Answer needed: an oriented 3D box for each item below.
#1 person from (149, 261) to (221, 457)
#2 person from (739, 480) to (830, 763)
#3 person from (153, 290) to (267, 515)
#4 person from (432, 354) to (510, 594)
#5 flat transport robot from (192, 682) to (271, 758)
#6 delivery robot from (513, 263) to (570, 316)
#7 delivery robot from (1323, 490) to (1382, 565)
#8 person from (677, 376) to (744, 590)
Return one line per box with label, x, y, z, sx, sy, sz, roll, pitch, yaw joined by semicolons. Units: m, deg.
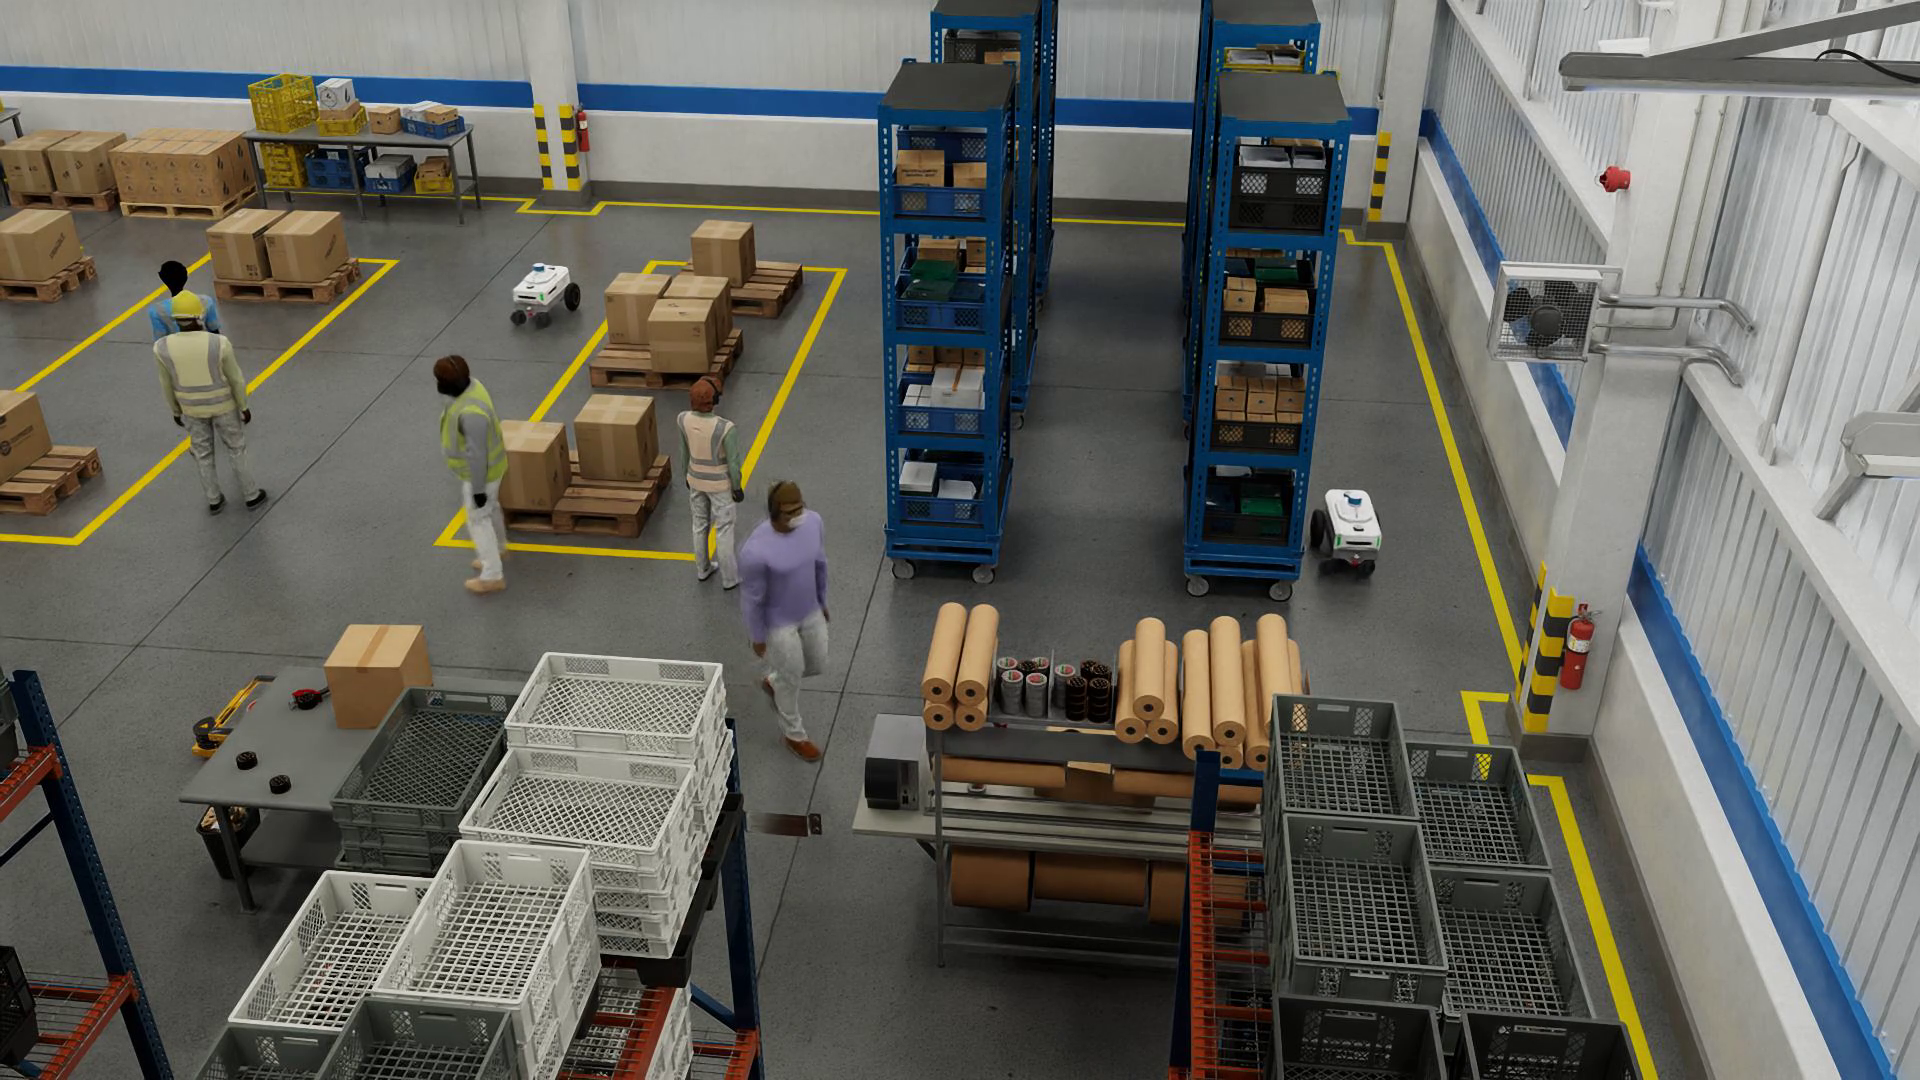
person;-6.374;-1.500;13.824;0.514;1.690;0.319;-23;37;-34
person;-1.079;0.457;10.233;0.556;1.927;0.628;25;38;36
person;-5.833;-1.060;12.928;0.600;1.827;0.404;-4;31;-8
person;-3.488;-0.519;12.002;0.436;1.832;0.708;-10;32;-17
flat transport robot;-4.089;1.163;10.648;1.431;0.197;0.652;3;30;6
delivery robot;-4.178;-2.522;16.607;0.477;0.478;0.707;6;31;10
delivery robot;2.941;-0.123;12.488;0.477;0.478;0.707;2;30;3
person;-1.789;-0.405;11.999;0.514;1.634;0.313;16;34;25
